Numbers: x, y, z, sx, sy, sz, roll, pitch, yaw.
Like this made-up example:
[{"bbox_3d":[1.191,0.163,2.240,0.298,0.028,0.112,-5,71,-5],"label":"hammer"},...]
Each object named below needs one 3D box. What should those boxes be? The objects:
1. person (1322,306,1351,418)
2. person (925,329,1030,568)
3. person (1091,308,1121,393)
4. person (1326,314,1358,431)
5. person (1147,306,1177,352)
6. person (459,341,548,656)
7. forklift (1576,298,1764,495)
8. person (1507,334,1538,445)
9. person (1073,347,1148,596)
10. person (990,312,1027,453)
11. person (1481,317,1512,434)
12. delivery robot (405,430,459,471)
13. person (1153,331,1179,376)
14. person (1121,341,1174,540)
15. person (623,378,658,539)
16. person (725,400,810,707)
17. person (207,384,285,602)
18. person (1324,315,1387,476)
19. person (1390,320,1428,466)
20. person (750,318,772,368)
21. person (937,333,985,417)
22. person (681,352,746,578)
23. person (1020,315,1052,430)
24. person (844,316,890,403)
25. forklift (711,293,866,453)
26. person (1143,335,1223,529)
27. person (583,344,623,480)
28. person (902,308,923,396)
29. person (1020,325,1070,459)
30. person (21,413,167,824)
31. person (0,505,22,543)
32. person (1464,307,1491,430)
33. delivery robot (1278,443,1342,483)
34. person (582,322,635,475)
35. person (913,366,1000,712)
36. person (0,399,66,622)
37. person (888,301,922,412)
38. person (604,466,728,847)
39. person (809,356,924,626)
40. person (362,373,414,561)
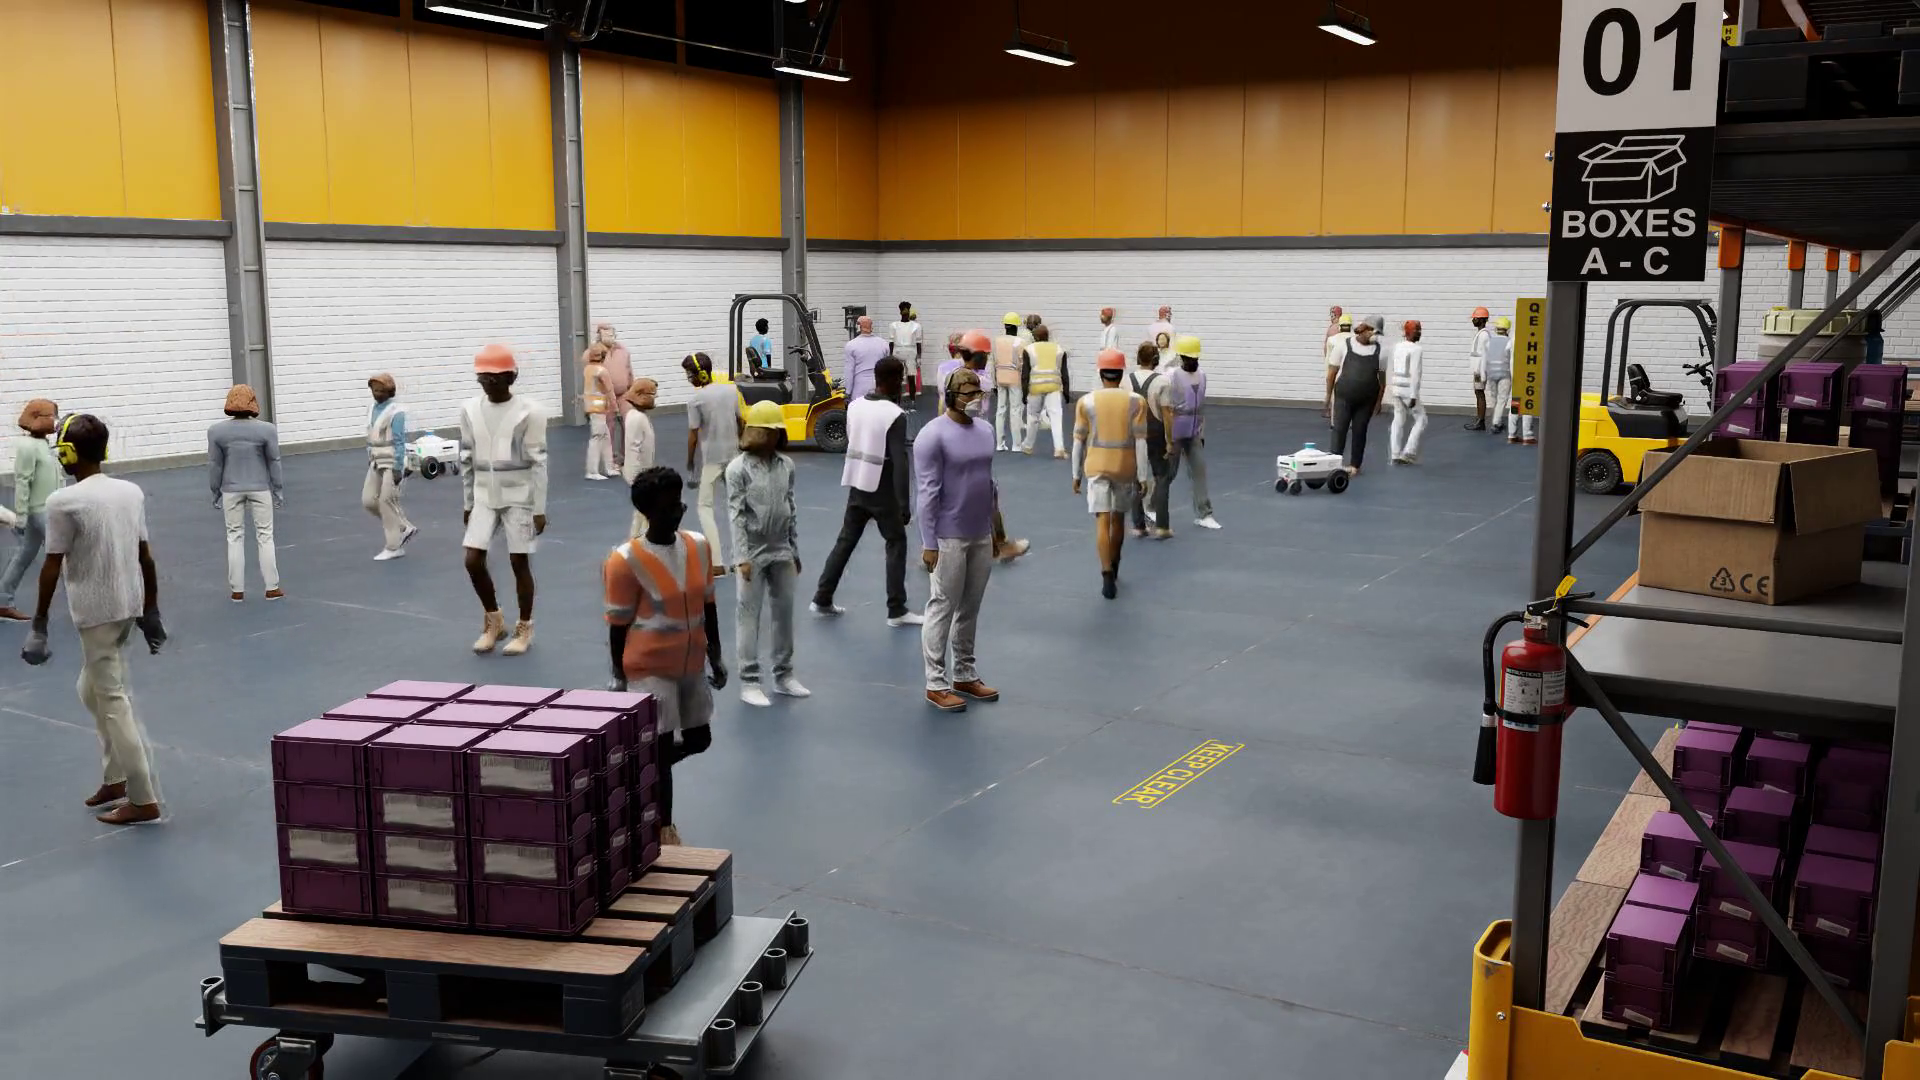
[{"bbox_3d":[6.413,-3.037,28.418,0.400,1.901,0.643,6,11,34],"label":"person"},{"bbox_3d":[0.110,-0.758,13.905,1.045,1.985,0.631,-7,11,-37],"label":"person"},{"bbox_3d":[2.450,-3.087,28.883,0.891,1.851,0.582,-2,9,-15],"label":"person"},{"bbox_3d":[5.986,-2.598,25.881,0.586,1.834,0.403,1,9,9],"label":"person"},{"bbox_3d":[3.494,-3.049,28.477,0.403,1.904,0.652,-6,11,-35],"label":"person"},{"bbox_3d":[-2.917,-0.247,10.598,0.627,2.023,0.519,2,9,12],"label":"person"},{"bbox_3d":[7.954,-1.589,18.462,2.313,2.155,1.214,5,11,30],"label":"forklift"},{"bbox_3d":[8.134,-2.316,23.844,0.370,1.931,0.626,-5,10,-27],"label":"person"},{"bbox_3d":[1.159,-0.550,12.922,0.566,1.882,1.011,0,9,1],"label":"person"},{"bbox_3d":[0.691,-2.162,22.872,0.588,1.927,0.370,6,11,31],"label":"person"},{"bbox_3d":[8.355,-2.544,25.681,0.606,1.794,0.896,8,12,40],"label":"person"},{"bbox_3d":[-6.408,-1.084,20.118,0.477,0.478,0.707,4,10,26],"label":"delivery robot"},{"bbox_3d":[2.852,-2.126,23.518,0.522,1.645,0.306,6,11,32],"label":"person"},{"bbox_3d":[1.737,-0.918,15.385,0.524,1.839,0.404,5,10,29],"label":"person"},{"bbox_3d":[-2.531,-0.495,13.404,0.353,1.622,0.539,0,9,-2],"label":"person"},{"bbox_3d":[-1.105,0.071,9.507,0.307,1.743,0.501,9,13,44],"label":"person"},{"bbox_3d":[-5.342,-0.349,12.464,0.508,1.632,0.265,-2,9,-15],"label":"person"},{"bbox_3d":[4.773,-1.763,20.026,0.748,2.000,0.706,1,9,4],"label":"person"},{"bbox_3d":[5.728,-1.868,21.210,0.501,1.867,0.576,-4,10,-21],"label":"person"},{"bbox_3d":[-3.369,-2.918,28.302,0.317,1.695,0.540,-8,12,-41],"label":"person"},{"bbox_3d":[0.008,-1.224,17.275,0.575,1.841,0.375,-6,11,-34],"label":"person"},{"bbox_3d":[-1.928,-0.611,13.514,0.656,1.833,0.331,-8,12,-40],"label":"person"},{"bbox_3d":[1.212,-2.632,26.189,0.859,1.808,0.649,0,9,3],"label":"person"},{"bbox_3d":[-1.239,-1.992,21.879,0.642,1.907,0.410,-5,10,-29],"label":"person"},{"bbox_3d":[-2.458,-2.344,23.176,2.313,2.155,1.214,0,9,-2],"label":"forklift"},{"bbox_3d":[2.142,-1.061,16.180,0.627,1.888,0.911,-8,12,-40],"label":"person"},{"bbox_3d":[-4.251,-1.513,19.774,0.496,1.619,0.587,-6,11,-34],"label":"person"},{"bbox_3d":[-0.984,-3.760,33.348,0.533,1.767,0.325,-7,11,-35],"label":"person"},{"bbox_3d":[1.143,-1.988,22.297,0.682,1.778,1.027,-2,9,-11],"label":"person"},{"bbox_3d":[-3.868,0.364,7.383,0.656,1.845,0.519,2,9,10],"label":"person"},{"bbox_3d":[-8.149,-0.719,13.750,0.876,1.966,0.630,-7,12,-38],"label":"person"},{"bbox_3d":[8.151,-2.692,26.143,0.355,1.938,0.545,2,9,12],"label":"person"},{"bbox_3d":[3.916,-0.843,18.612,0.707,0.478,0.477,-4,10,-25],"label":"delivery robot"},{"bbox_3d":[-4.234,-1.710,20.218,0.685,1.875,0.486,-6,11,-33],"label":"person"},{"bbox_3d":[0.001,-0.014,9.422,0.356,1.938,0.638,7,12,38],"label":"person"},{"bbox_3d":[-6.432,-0.203,11.708,0.882,1.581,0.512,-2,9,-14],"label":"person"},{"bbox_3d":[-0.978,-3.252,29.550,0.608,1.965,0.365,1,9,4],"label":"person"},{"bbox_3d":[-1.272,0.512,6.926,0.569,1.680,0.536,7,12,39],"label":"person"},{"bbox_3d":[-0.635,-0.337,11.667,0.543,1.879,0.794,-9,13,-43],"label":"person"},{"bbox_3d":[-4.888,-0.627,14.218,0.537,1.615,0.395,7,12,38],"label":"person"}]
